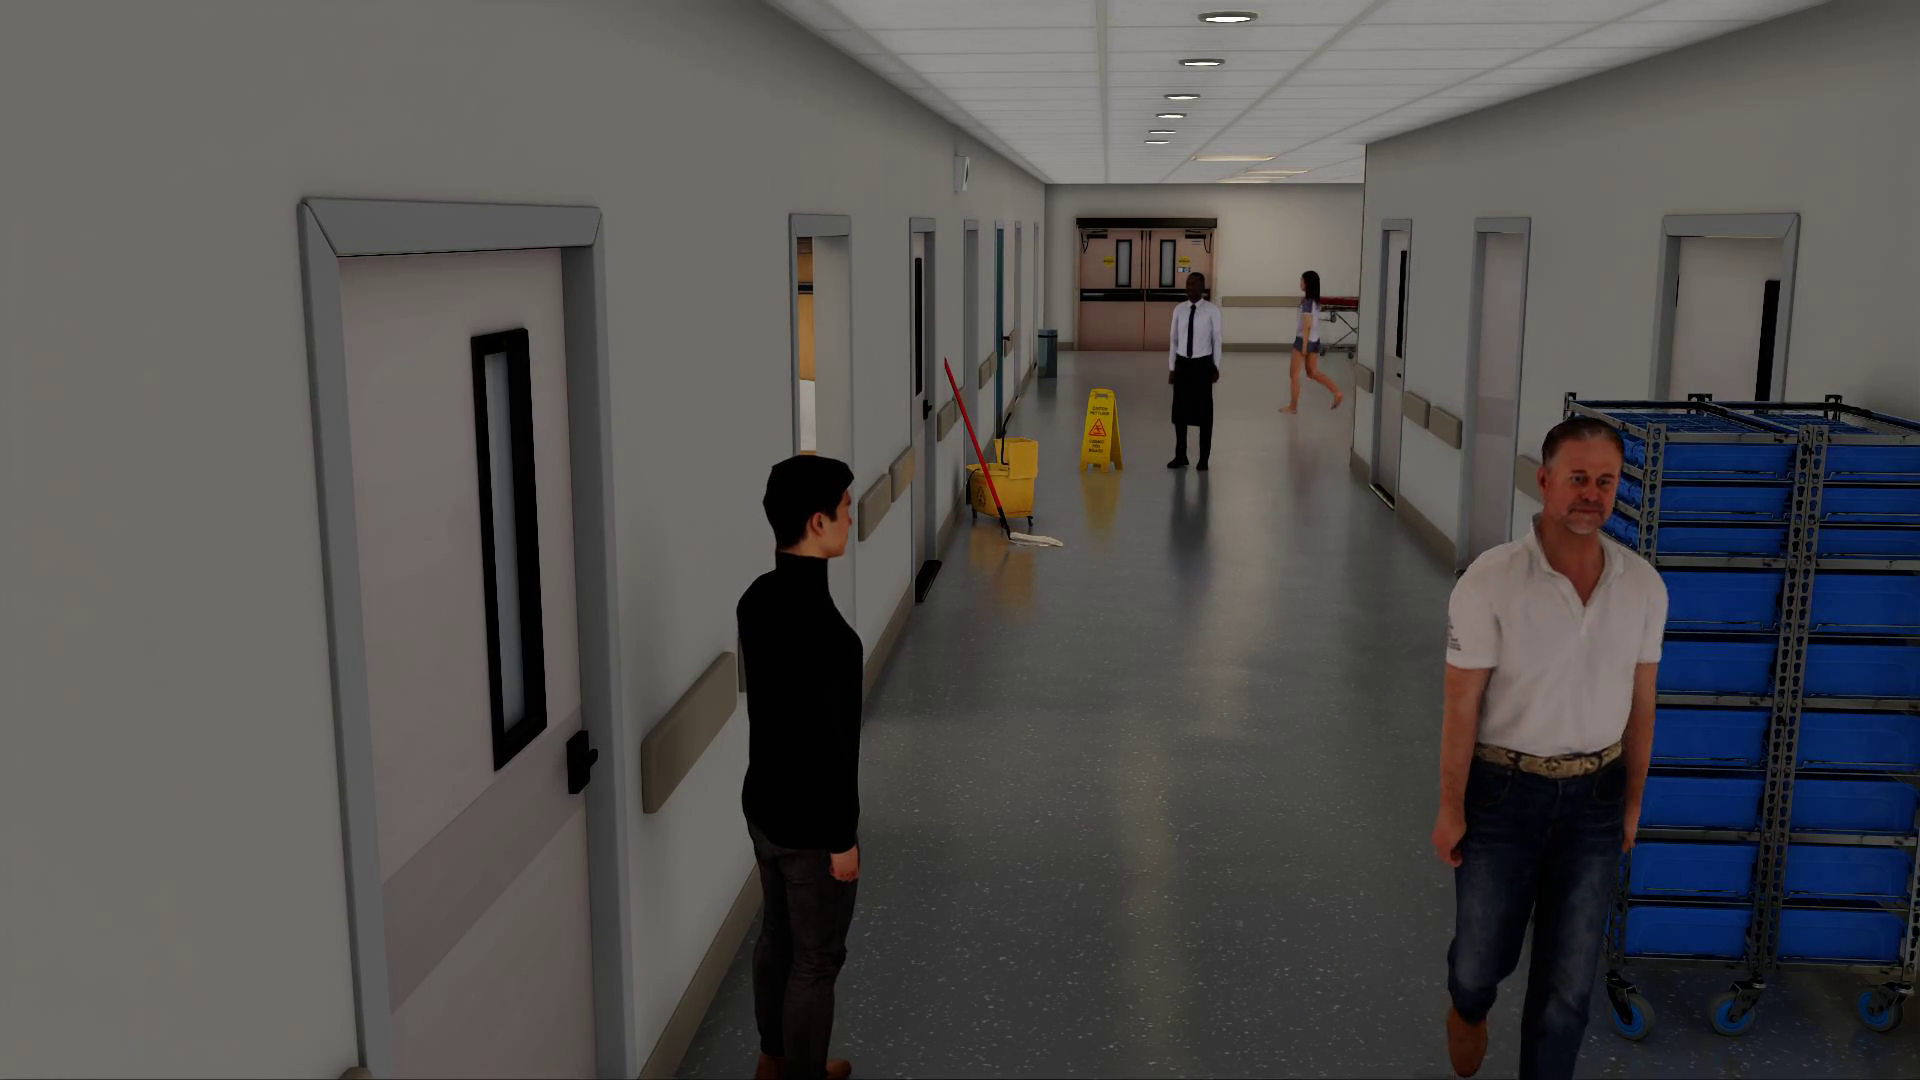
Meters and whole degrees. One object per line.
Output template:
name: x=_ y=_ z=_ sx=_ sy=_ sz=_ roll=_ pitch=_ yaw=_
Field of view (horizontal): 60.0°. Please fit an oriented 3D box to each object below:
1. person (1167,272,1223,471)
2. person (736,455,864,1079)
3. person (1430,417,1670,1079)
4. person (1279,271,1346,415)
person: x=2.206 y=-1.588 z=15.602 sx=0.715 sy=1.834 sz=0.670 roll=5 pitch=12 yaw=26
person: x=-0.394 y=0.642 z=4.147 sx=0.781 sy=1.723 sz=0.662 roll=-5 pitch=12 yaw=-26
person: x=1.382 y=0.608 z=4.020 sx=0.663 sy=1.838 sz=0.913 roll=1 pitch=11 yaw=6
person: x=4.224 y=-2.328 z=19.837 sx=0.917 sy=1.710 sz=1.040 roll=6 pitch=12 yaw=27
